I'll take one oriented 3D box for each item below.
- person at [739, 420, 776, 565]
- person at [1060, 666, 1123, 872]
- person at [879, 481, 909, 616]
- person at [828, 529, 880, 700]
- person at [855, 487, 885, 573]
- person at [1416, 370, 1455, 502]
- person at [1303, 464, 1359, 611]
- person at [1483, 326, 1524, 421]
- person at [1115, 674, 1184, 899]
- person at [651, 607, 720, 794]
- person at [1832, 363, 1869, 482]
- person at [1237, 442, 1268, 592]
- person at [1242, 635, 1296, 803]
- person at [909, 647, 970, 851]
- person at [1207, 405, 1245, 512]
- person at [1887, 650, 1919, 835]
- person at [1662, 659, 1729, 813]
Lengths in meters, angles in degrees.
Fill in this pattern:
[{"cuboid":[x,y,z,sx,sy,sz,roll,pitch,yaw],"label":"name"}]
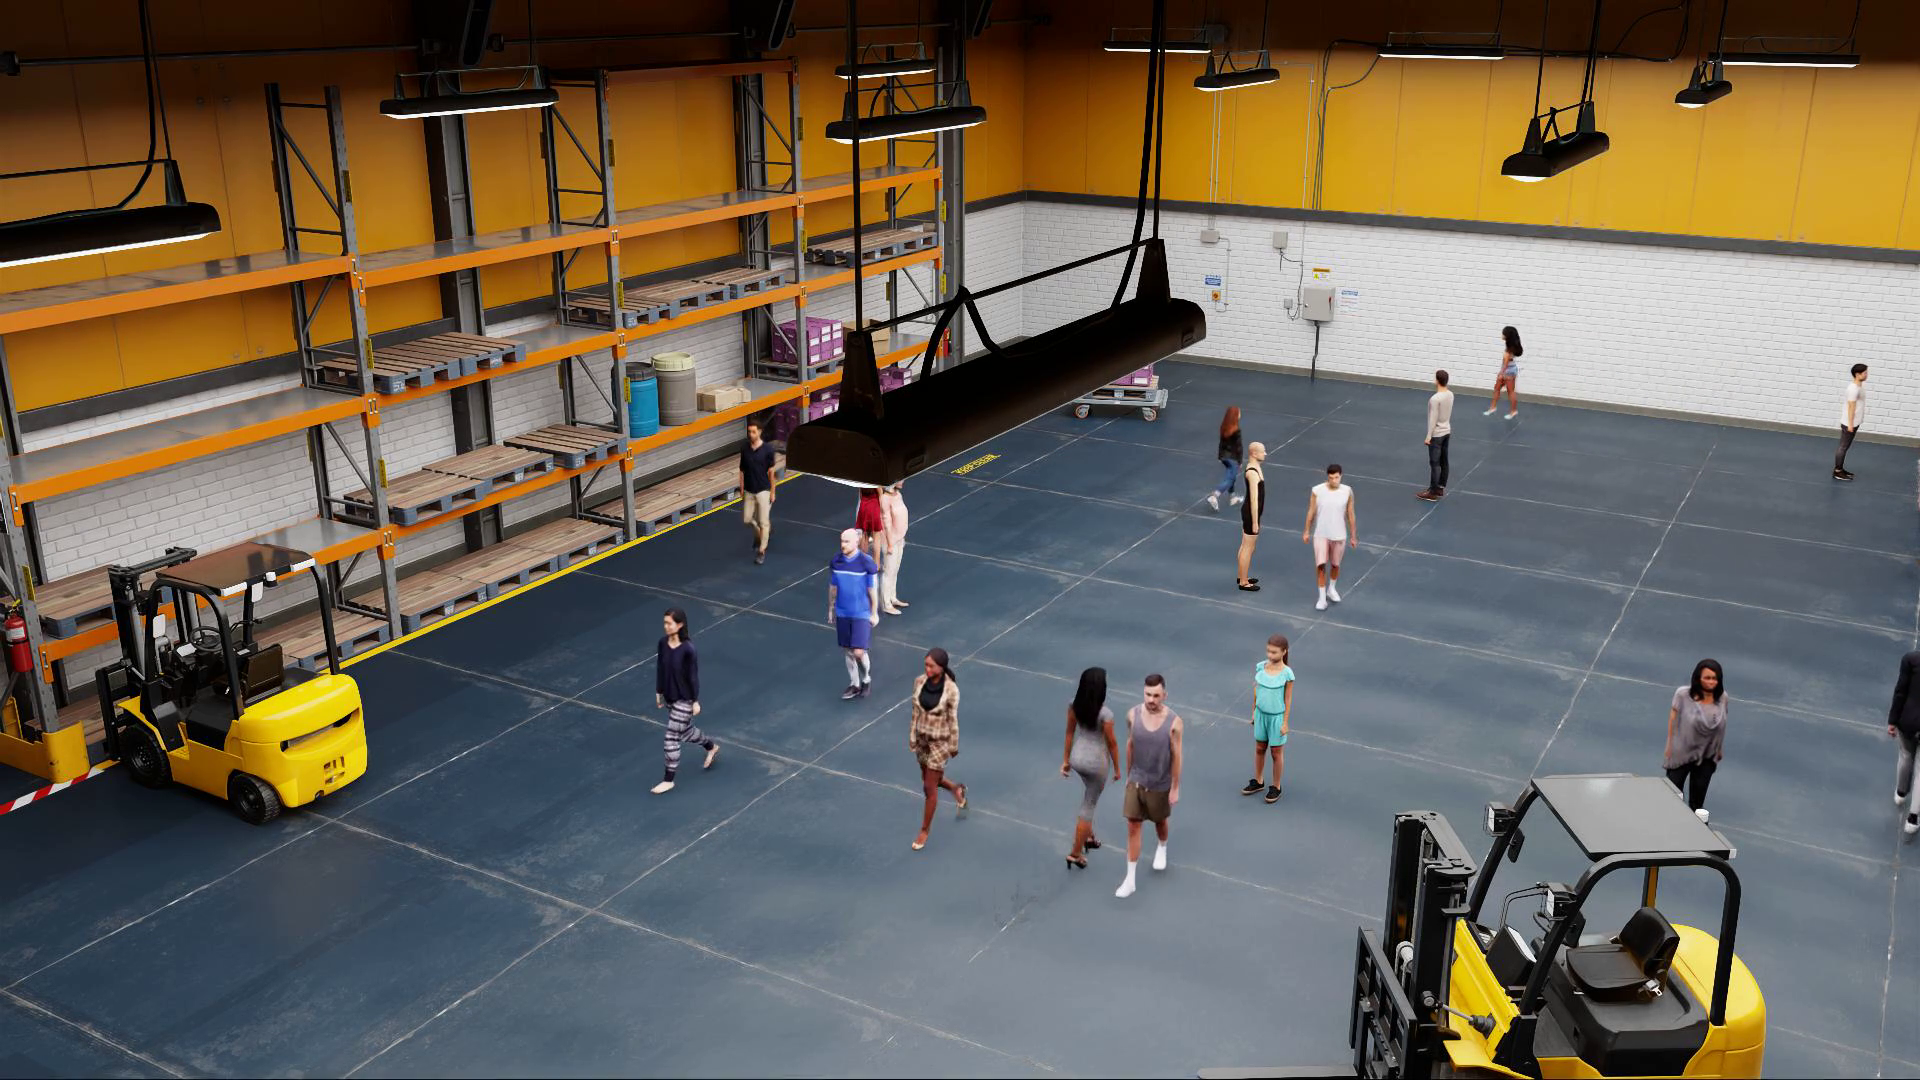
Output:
[{"cuboid":[-2.510,-0.639,20.966,0.765,1.845,0.879,4,19,12],"label":"person"},{"cuboid":[1.000,1.902,13.549,0.801,1.763,0.689,-17,25,-40],"label":"person"},{"cuboid":[-0.784,-0.010,19.287,0.703,1.724,0.526,6,20,17],"label":"person"},{"cuboid":[-1.032,0.737,16.908,0.689,1.828,0.640,9,21,25],"label":"person"},{"cuboid":[-1.099,-0.381,20.655,0.573,1.554,0.636,14,23,36],"label":"person"},{"cuboid":[6.753,-1.478,23.430,0.621,1.863,0.779,-16,24,-39],"label":"person"},{"cuboid":[4.335,-0.080,19.476,0.965,1.736,1.086,2,19,6],"label":"person"},{"cuboid":[9.197,-2.750,27.634,0.776,1.590,0.794,4,19,13],"label":"person"},{"cuboid":[1.573,1.898,13.373,0.746,1.803,1.126,7,20,19],"label":"person"},{"cuboid":[-2.493,1.406,15.116,0.731,1.702,1.101,15,24,37],"label":"person"},{"cuboid":[13.118,-1.763,24.495,0.687,1.722,0.469,11,22,31],"label":"person"},{"cuboid":[3.503,-0.304,20.020,0.775,1.814,0.594,2,19,6],"label":"person"},{"cuboid":[2.783,1.569,14.859,0.596,1.559,0.608,17,25,40],"label":"person"},{"cuboid":[-0.181,1.716,14.094,0.642,1.767,1.062,13,22,33],"label":"person"},{"cuboid":[3.687,-1.121,23.001,1.027,1.460,0.855,-11,21,-29],"label":"person"},{"cuboid":[8.255,1.601,14.222,0.734,1.904,1.227,11,22,30],"label":"person"},{"cuboid":[6.284,1.753,14.230,0.749,1.610,0.790,2,19,5],"label":"person"}]
